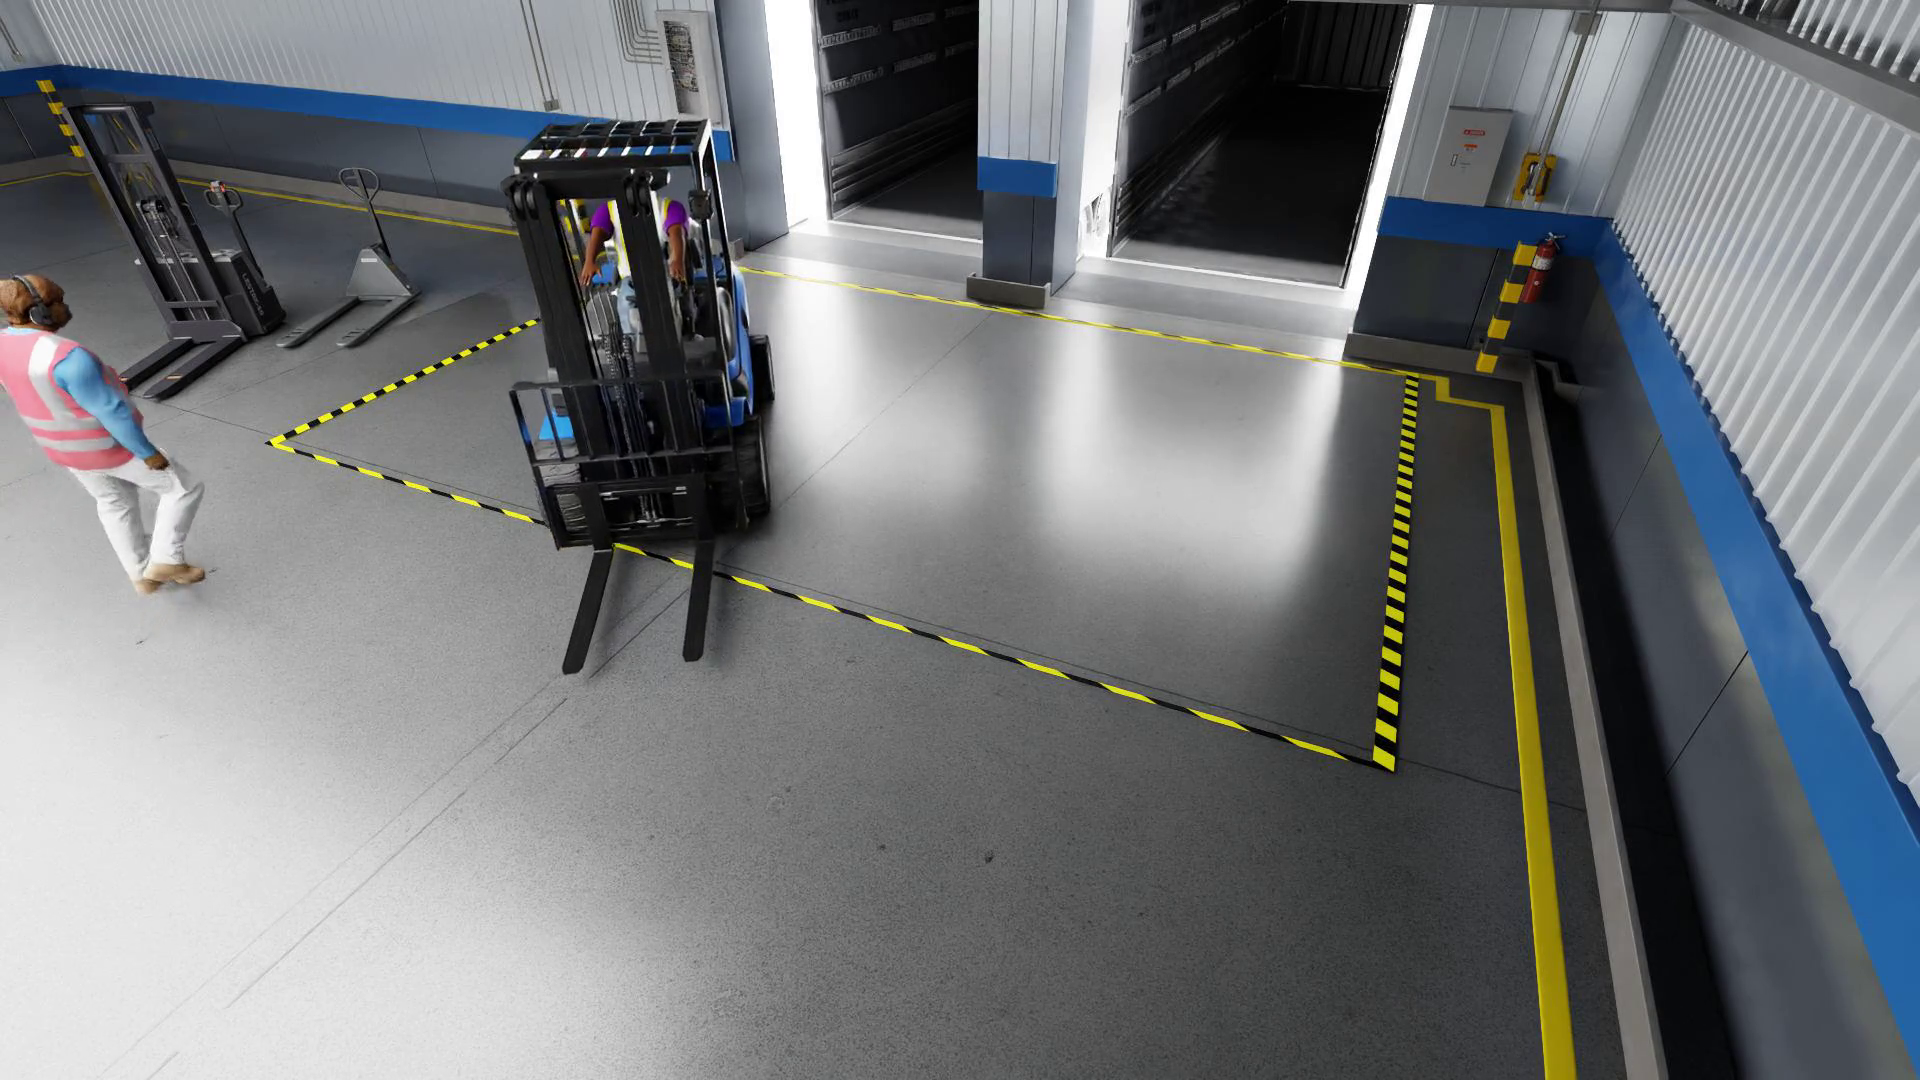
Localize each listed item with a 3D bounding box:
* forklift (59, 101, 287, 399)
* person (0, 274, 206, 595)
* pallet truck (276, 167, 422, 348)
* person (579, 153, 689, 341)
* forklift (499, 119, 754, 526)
[{"bbox_3d":[-6.686,-2.387,7.434,0.823,1.965,1.885,-3,35,-5],"label":"forklift"},{"bbox_3d":[-4.550,-0.500,4.885,0.633,1.822,0.464,11,36,15],"label":"person"},{"bbox_3d":[-5.732,-2.611,8.414,0.680,1.201,1.601,-1,35,-1],"label":"pallet truck"},{"bbox_3d":[-2.019,-1.670,5.772,0.635,1.294,1.004,-5,35,-7],"label":"person"},{"bbox_3d":[-2.021,-1.551,5.928,1.157,2.036,2.680,-5,35,-7],"label":"forklift"}]
